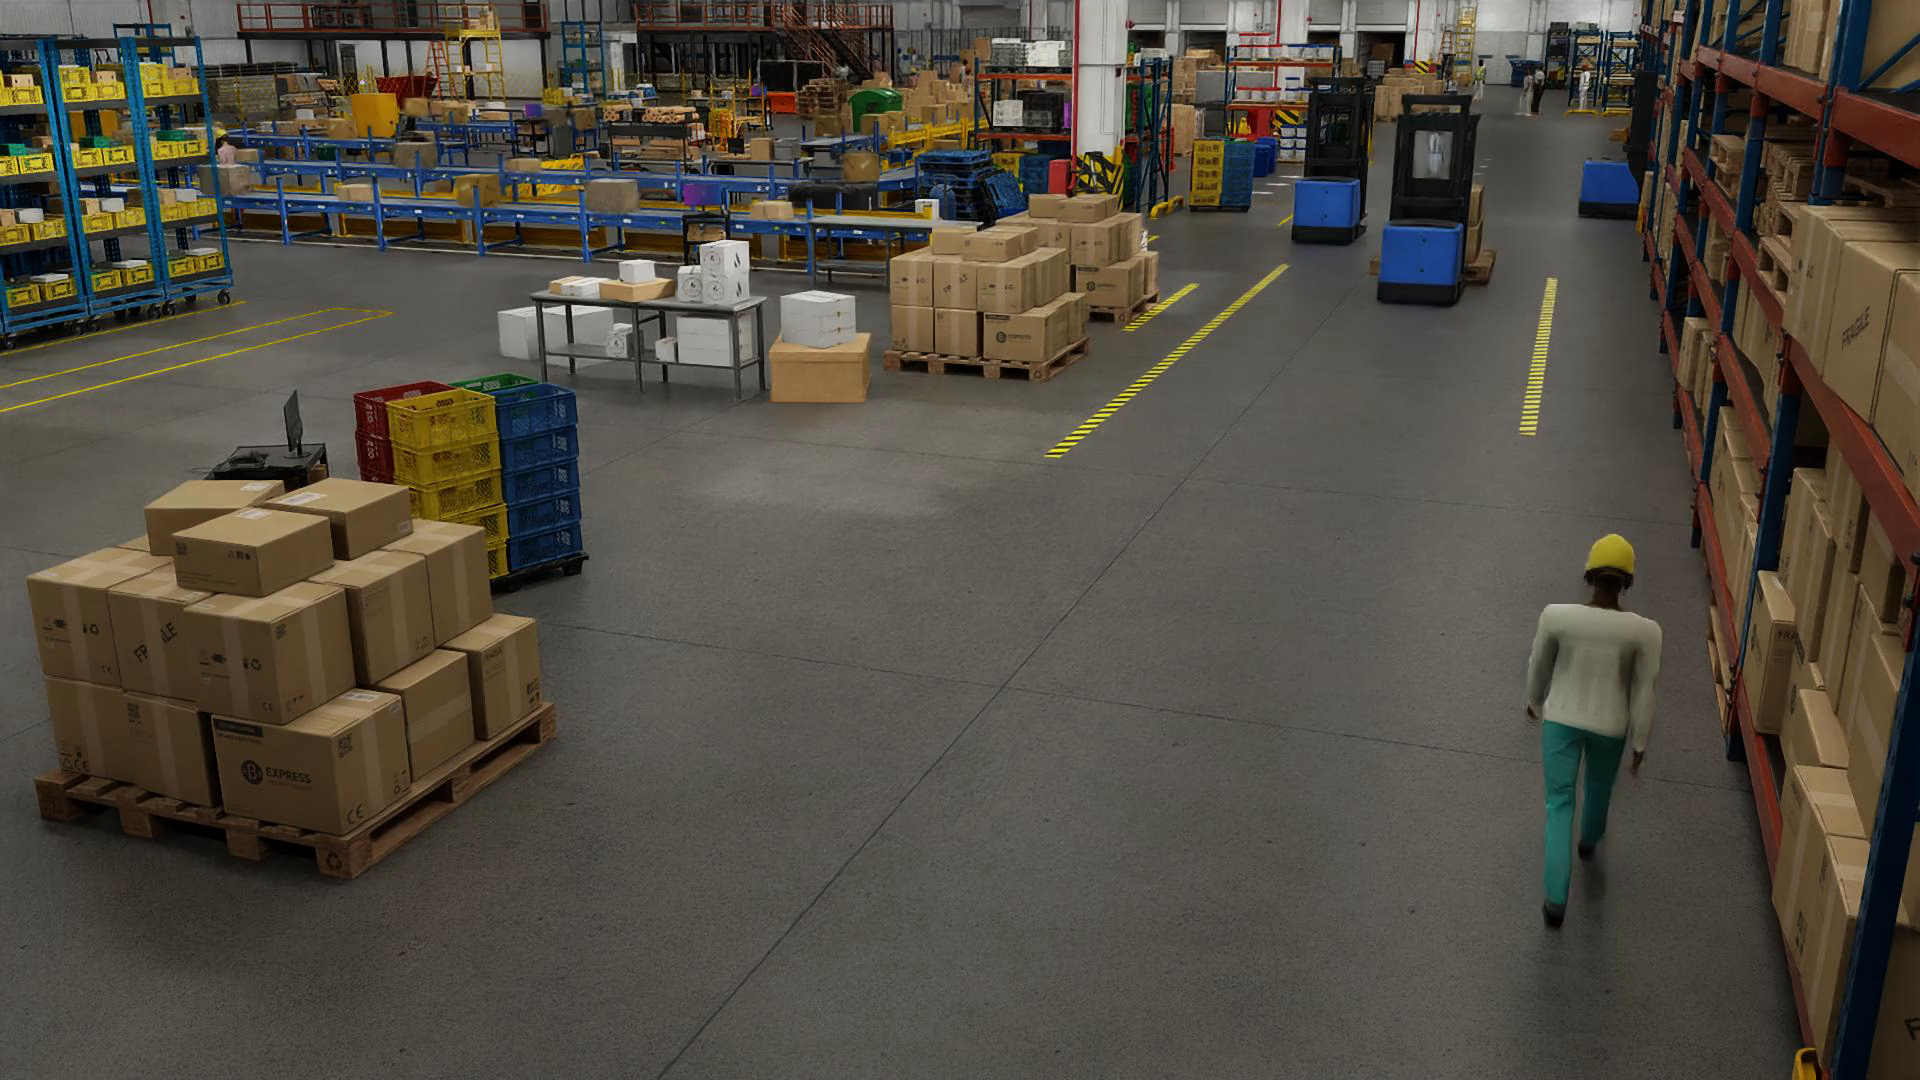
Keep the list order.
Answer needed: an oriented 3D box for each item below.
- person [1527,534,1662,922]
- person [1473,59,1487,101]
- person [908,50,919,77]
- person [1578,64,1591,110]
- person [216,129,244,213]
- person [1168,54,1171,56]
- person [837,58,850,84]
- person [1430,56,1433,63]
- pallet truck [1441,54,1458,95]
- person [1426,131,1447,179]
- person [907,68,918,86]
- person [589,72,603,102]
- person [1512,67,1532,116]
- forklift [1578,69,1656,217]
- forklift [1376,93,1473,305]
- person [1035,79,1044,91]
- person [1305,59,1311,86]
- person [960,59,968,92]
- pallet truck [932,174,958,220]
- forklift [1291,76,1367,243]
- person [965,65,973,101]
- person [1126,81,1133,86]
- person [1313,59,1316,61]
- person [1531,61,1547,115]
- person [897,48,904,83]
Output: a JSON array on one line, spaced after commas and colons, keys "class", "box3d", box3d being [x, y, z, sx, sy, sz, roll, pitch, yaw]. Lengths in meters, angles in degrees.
[{"class": "person", "box3d": [2.839, 0.798, 7.540, 0.536, 1.714, 0.942, 6, 19, 18]}, {"class": "person", "box3d": [23.419, -20.733, 74.984, 0.429, 1.846, 0.626, -12, 21, -34]}, {"class": "person", "box3d": [-2.597, -26.558, 93.300, 0.574, 1.853, 0.940, -3, 18, -8]}, {"class": "person", "box3d": [24.806, -17.955, 66.191, 0.574, 1.884, 0.356, -14, 23, -38]}, {"class": "person", "box3d": [-14.022, -6.972, 31.883, 0.327, 1.761, 0.522, 3, 18, 10]}, {"class": "person", "box3d": [10.124, -22.742, 81.229, 0.900, 1.896, 0.661, -7, 19, -22]}, {"class": "person", "box3d": [-5.076, -20.083, 72.782, 0.636, 1.933, 0.769, -8, 19, -23]}, {"class": "person", "box3d": [25.480, -25.745, 90.675, 0.632, 1.874, 0.552, 0, 18, -1]}, {"class": "pallet truck", "box3d": [22.765, -21.886, 78.355, 0.823, 1.965, 1.885, -4, 18, -14]}, {"class": "person", "box3d": [10.121, -8.079, 35.513, 0.847, 1.664, 0.530, -1, 18, -3]}, {"class": "person", "box3d": [-1.813, -17.989, 66.546, 0.892, 1.714, 0.549, 13, 22, 35]}, {"class": "person", "box3d": [-15.838, -19.732, 71.864, 0.621, 1.831, 0.532, -4, 18, -11]}, {"class": "person", "box3d": [21.820, -17.337, 64.346, 0.856, 1.831, 0.497, -5, 18, -16]}, {"class": "forklift", "box3d": [13.219, -7.740, 32.475, 1.873, 2.768, 1.129, 6, 19, 18]}, {"class": "forklift", "box3d": [6.576, -4.826, 23.321, 1.129, 2.768, 1.873, 6, 19, 19]}, {"class": "person", "box3d": [3.117, -18.043, 66.438, 0.464, 1.899, 0.615, 0, 18, 1]}, {"class": "person", "box3d": [17.450, -23.714, 84.277, 1.009, 1.881, 0.564, -6, 19, -18]}, {"class": "person", "box3d": [0.209, -20.535, 74.359, 0.518, 1.853, 0.499, 11, 21, 32]}, {"class": "pallet truck", "box3d": [-0.507, -5.292, 27.348, 0.653, 1.274, 1.630, 6, 19, 19]}, {"class": "forklift", "box3d": [6.598, -6.755, 29.381, 1.129, 2.768, 1.873, 6, 19, 19]}, {"class": "person", "box3d": [0.317, -16.984, 63.048, 0.368, 1.939, 0.542, -1, 18, -2]}, {"class": "person", "box3d": [5.678, -14.535, 55.563, 0.605, 1.816, 0.720, 9, 20, 26]}, {"class": "person", "box3d": [19.759, -26.632, 93.272, 0.377, 1.995, 0.608, 6, 19, 19]}, {"class": "person", "box3d": [22.701, -17.686, 65.088, 0.537, 2.000, 0.689, 1, 18, 4]}, {"class": "person", "box3d": [-3.321, -26.640, 93.450, 0.580, 1.913, 0.651, 8, 19, 22]}]
